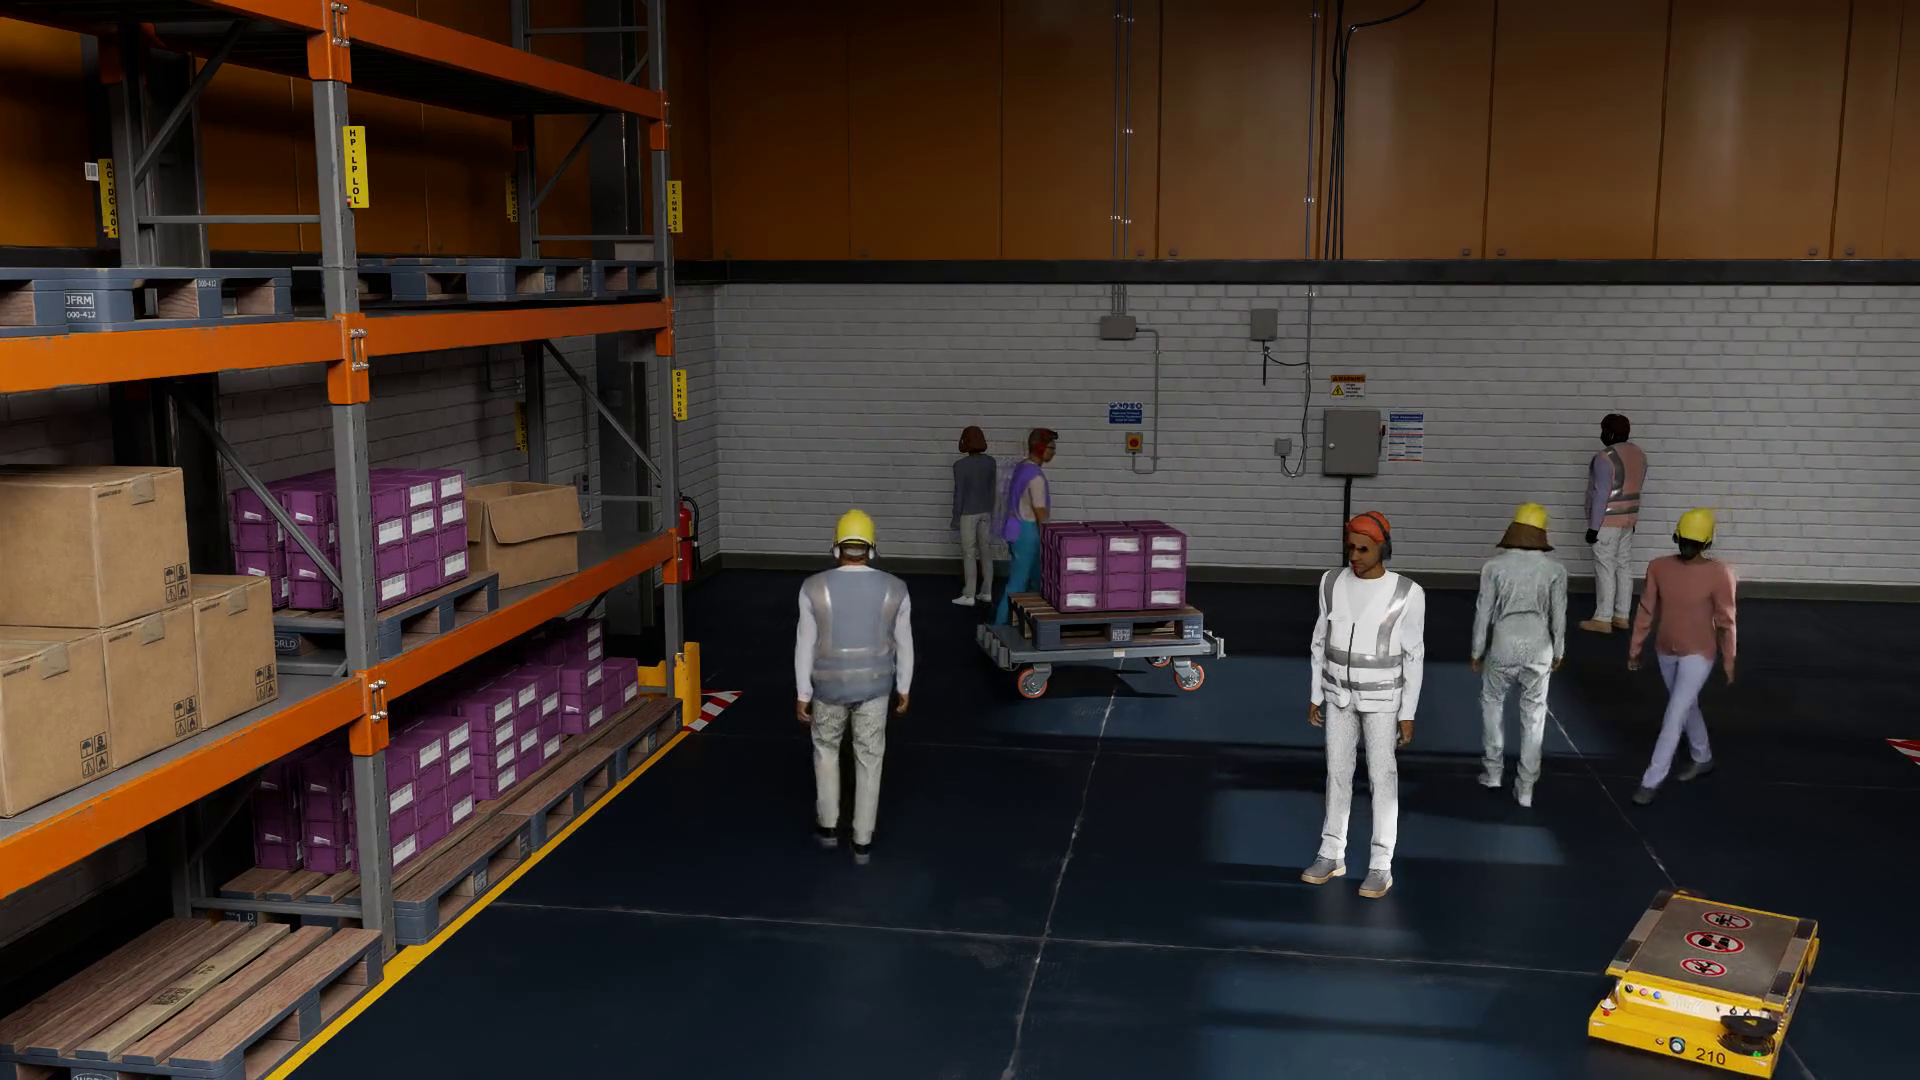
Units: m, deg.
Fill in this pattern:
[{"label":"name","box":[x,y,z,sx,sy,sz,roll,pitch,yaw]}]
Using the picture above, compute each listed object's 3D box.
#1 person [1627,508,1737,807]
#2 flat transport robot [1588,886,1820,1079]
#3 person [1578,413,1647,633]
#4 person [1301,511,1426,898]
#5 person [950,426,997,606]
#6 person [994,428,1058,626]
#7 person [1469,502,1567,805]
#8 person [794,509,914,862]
[{"label":"person","box":[4.179,0.642,9.579,0.939,1.708,0.544,-6,11,-31]},{"label":"flat transport robot","box":[3.123,1.789,6.907,0.652,0.197,1.431,6,11,33]},{"label":"person","box":[5.476,-0.145,14.003,0.634,1.841,0.429,-7,11,-36]},{"label":"person","box":[1.959,0.789,8.106,0.573,1.887,0.355,8,12,40]},{"label":"person","box":[0.122,-0.220,15.107,0.500,1.633,0.283,-9,13,-42]},{"label":"person","box":[0.660,0.018,13.127,0.965,1.793,0.572,-1,9,-8]},{"label":"person","box":[3.204,0.636,9.580,0.528,1.704,0.625,1,9,6]},{"label":"person","box":[-0.558,0.735,8.650,0.631,1.814,0.606,-2,9,-11]}]
